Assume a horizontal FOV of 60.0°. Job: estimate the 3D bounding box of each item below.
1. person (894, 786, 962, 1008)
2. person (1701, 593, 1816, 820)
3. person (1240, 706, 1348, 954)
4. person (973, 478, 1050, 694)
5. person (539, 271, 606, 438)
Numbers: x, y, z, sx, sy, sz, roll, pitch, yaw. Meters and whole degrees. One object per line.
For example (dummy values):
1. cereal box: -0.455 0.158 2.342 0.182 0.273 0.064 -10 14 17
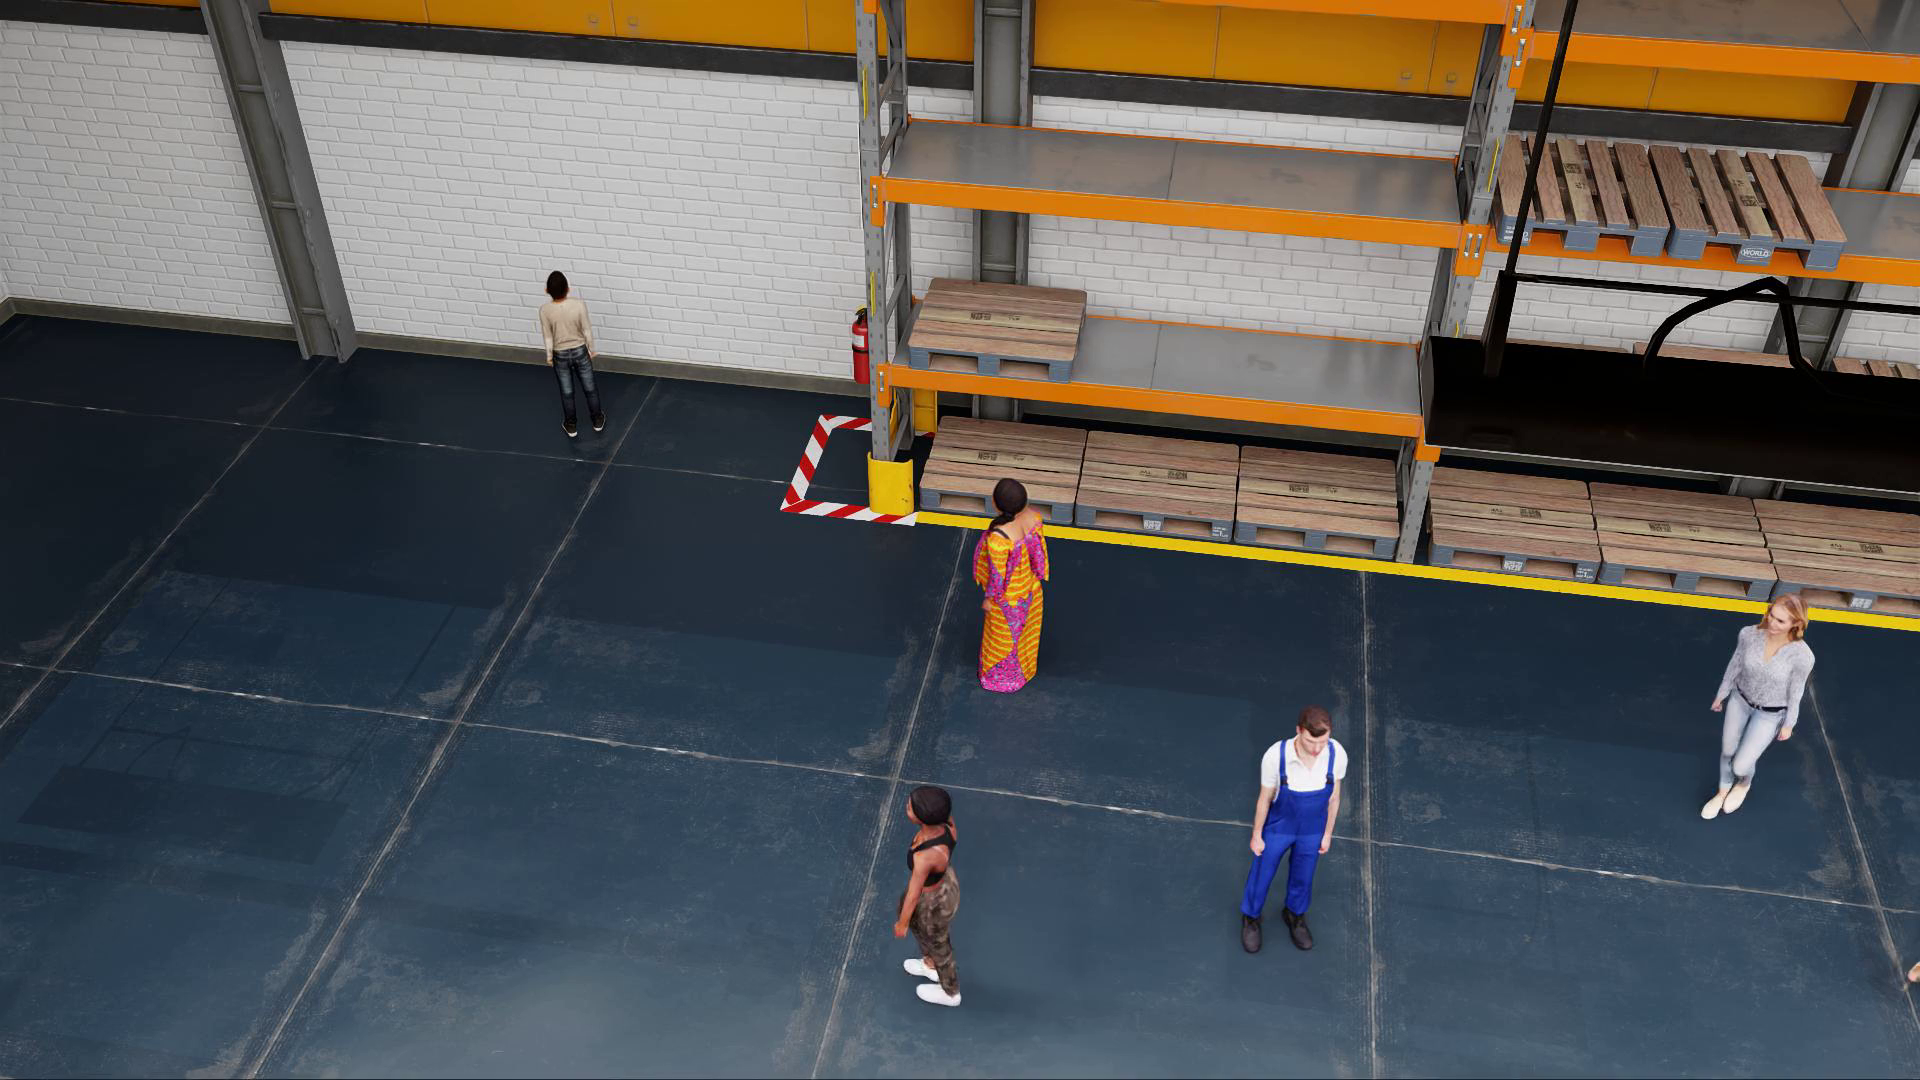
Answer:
1. person: -0.060 1.954 8.883 0.630 1.685 0.583 9 39 11
2. person: 4.838 0.991 10.008 0.832 1.786 0.769 -24 44 -27
3. person: 1.854 1.573 9.229 0.568 1.848 0.730 -3 39 -3
4. person: 0.306 0.265 10.999 0.790 1.683 0.759 25 45 28
5. person: -3.136 -1.497 13.381 0.578 1.465 0.682 -11 40 -13
